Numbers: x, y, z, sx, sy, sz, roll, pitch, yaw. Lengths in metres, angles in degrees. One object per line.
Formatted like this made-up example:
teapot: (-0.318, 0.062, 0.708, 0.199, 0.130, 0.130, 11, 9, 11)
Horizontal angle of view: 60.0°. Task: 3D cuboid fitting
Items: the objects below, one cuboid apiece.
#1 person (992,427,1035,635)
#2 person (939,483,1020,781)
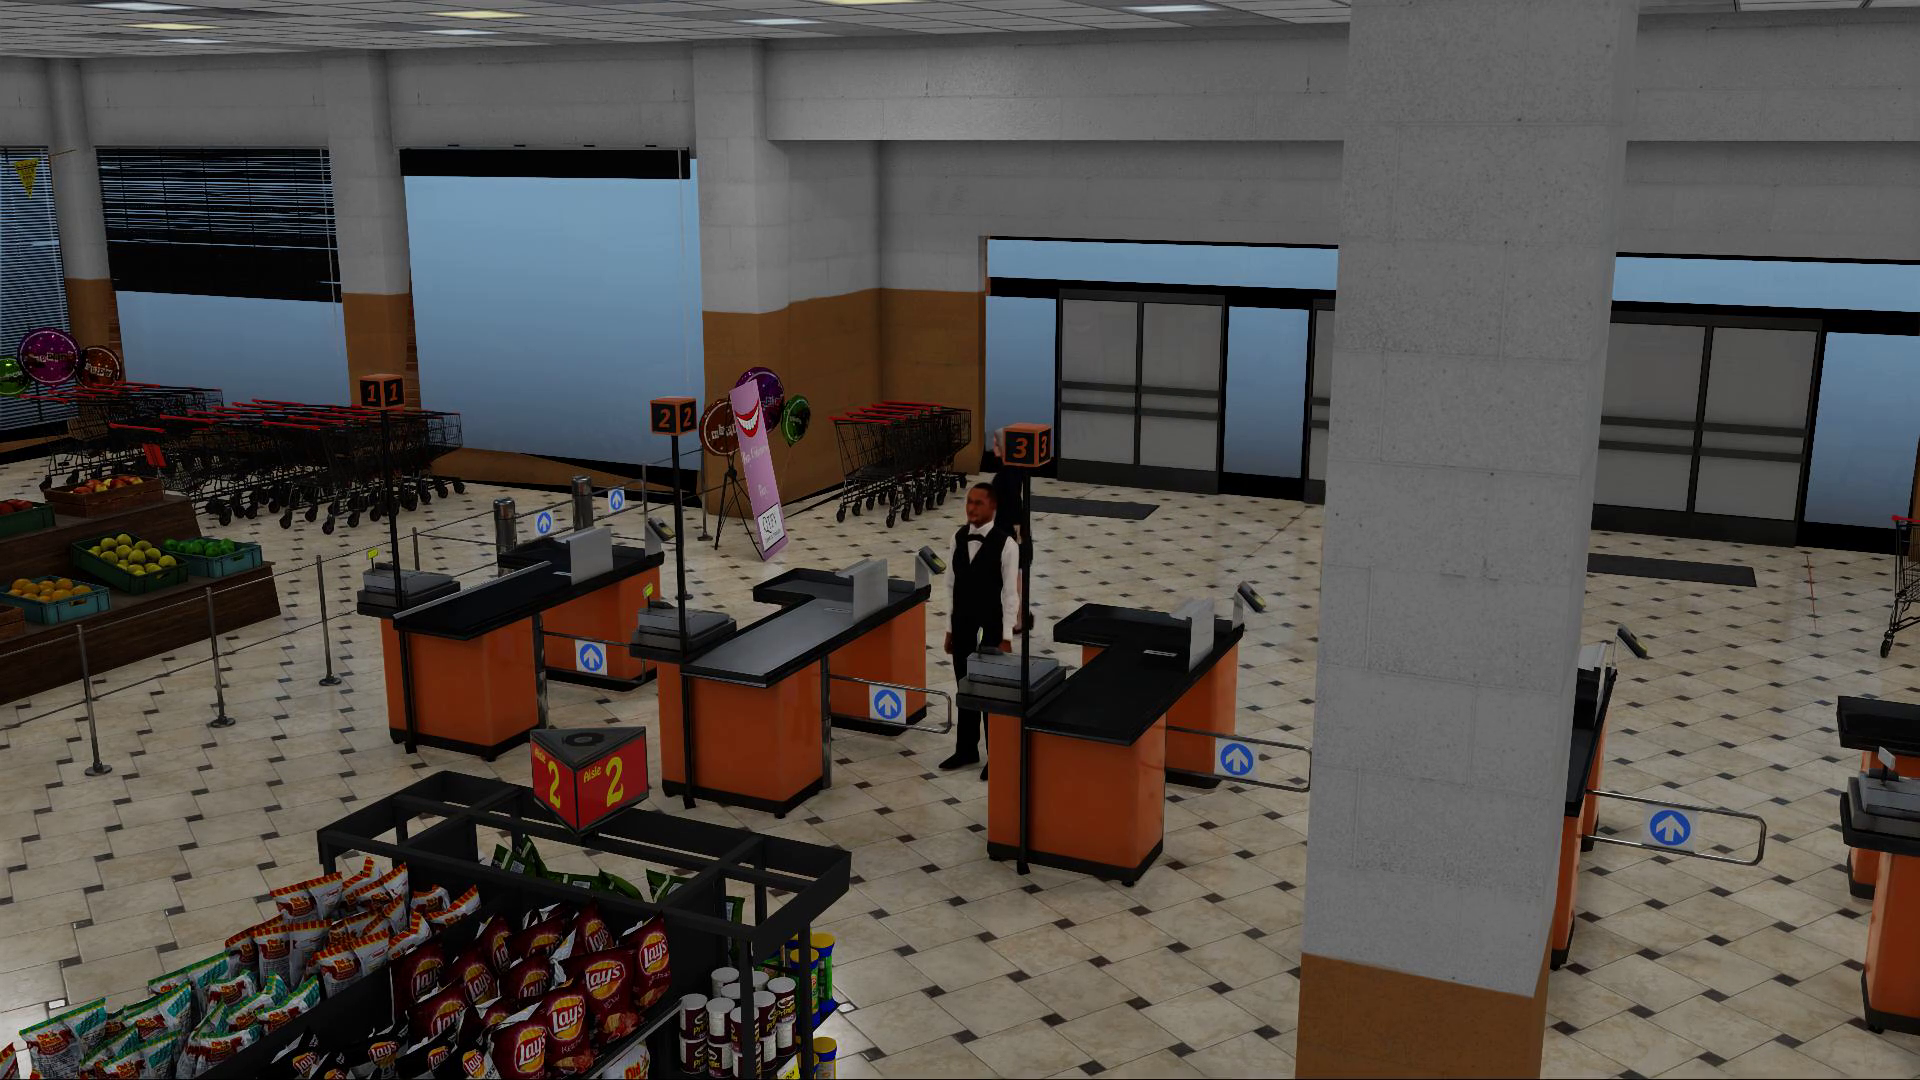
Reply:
person: (0.429, -0.070, 13.709, 0.794, 1.735, 0.699, -2, 14, -7)
person: (0.139, 0.568, 10.688, 0.730, 1.919, 0.639, 9, 17, 34)
